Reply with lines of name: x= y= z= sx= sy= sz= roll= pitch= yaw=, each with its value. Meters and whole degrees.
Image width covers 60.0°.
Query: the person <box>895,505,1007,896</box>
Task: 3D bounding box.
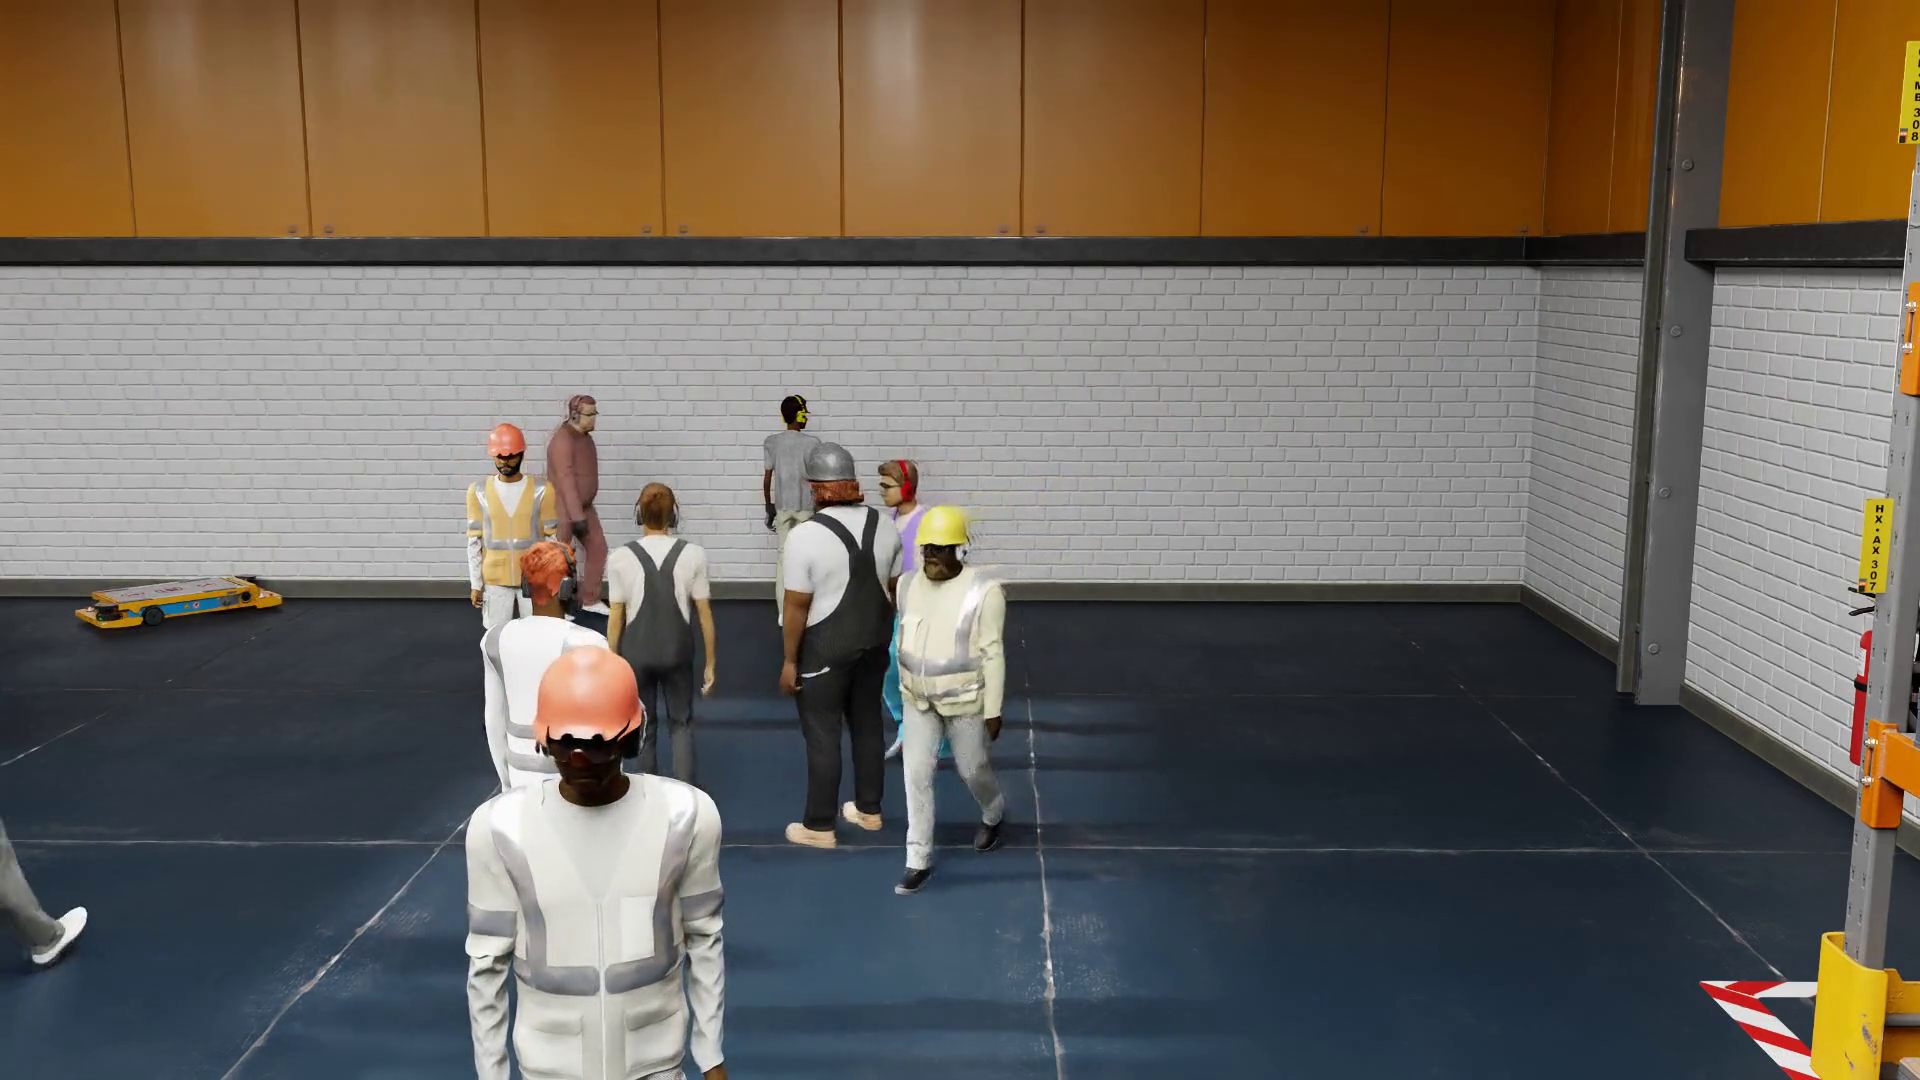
person: x=-0.029 y=0.714 z=7.916 sx=0.592 sy=1.805 sz=0.832 roll=5 pitch=11 yaw=27

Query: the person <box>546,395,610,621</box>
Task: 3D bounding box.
person: x=-3.115 y=-0.243 z=13.470 sx=0.763 sy=1.864 sz=0.639 roll=2 pitch=10 yaw=14

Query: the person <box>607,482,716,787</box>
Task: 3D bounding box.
person: x=-1.504 y=0.627 z=8.368 sx=0.552 sy=1.826 sz=0.531 roll=-2 pitch=10 yaw=-13

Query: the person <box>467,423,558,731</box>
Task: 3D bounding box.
person: x=-2.782 y=0.234 z=10.380 sx=0.549 sy=1.936 sz=0.376 roll=-2 pitch=10 yaw=-11

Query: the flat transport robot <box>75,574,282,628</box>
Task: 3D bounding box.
flat transport robot: x=-6.473 y=0.495 z=13.796 sx=1.431 sy=0.197 sz=0.652 roll=-9 pitch=13 yaw=-44

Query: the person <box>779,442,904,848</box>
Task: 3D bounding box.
person: x=-0.643 y=0.513 z=8.400 sx=0.702 sy=2.000 sz=0.535 roll=-8 pitch=12 yaw=-40

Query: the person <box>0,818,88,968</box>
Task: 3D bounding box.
person: x=-3.949 y=0.912 z=6.512 sx=0.596 sy=1.869 sz=0.986 roll=1 pitch=10 yaw=6

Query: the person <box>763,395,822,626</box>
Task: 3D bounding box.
person: x=-1.330 y=-0.230 z=13.377 sx=0.514 sy=1.866 sz=0.332 roll=2 pitch=10 yaw=12

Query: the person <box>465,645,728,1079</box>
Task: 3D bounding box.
person: x=-0.862 y=1.245 z=4.018 sx=0.615 sy=2.038 sz=0.395 roll=-2 pitch=10 yaw=-14

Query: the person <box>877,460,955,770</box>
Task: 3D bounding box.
person: x=-0.262 y=0.443 z=9.501 sx=0.557 sy=1.815 sz=0.569 roll=-4 pitch=10 yaw=-25

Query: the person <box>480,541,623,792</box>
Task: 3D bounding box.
person: x=-1.528 y=0.934 z=6.349 sx=0.575 sy=1.884 sz=0.355 roll=3 pitch=10 yaw=20
